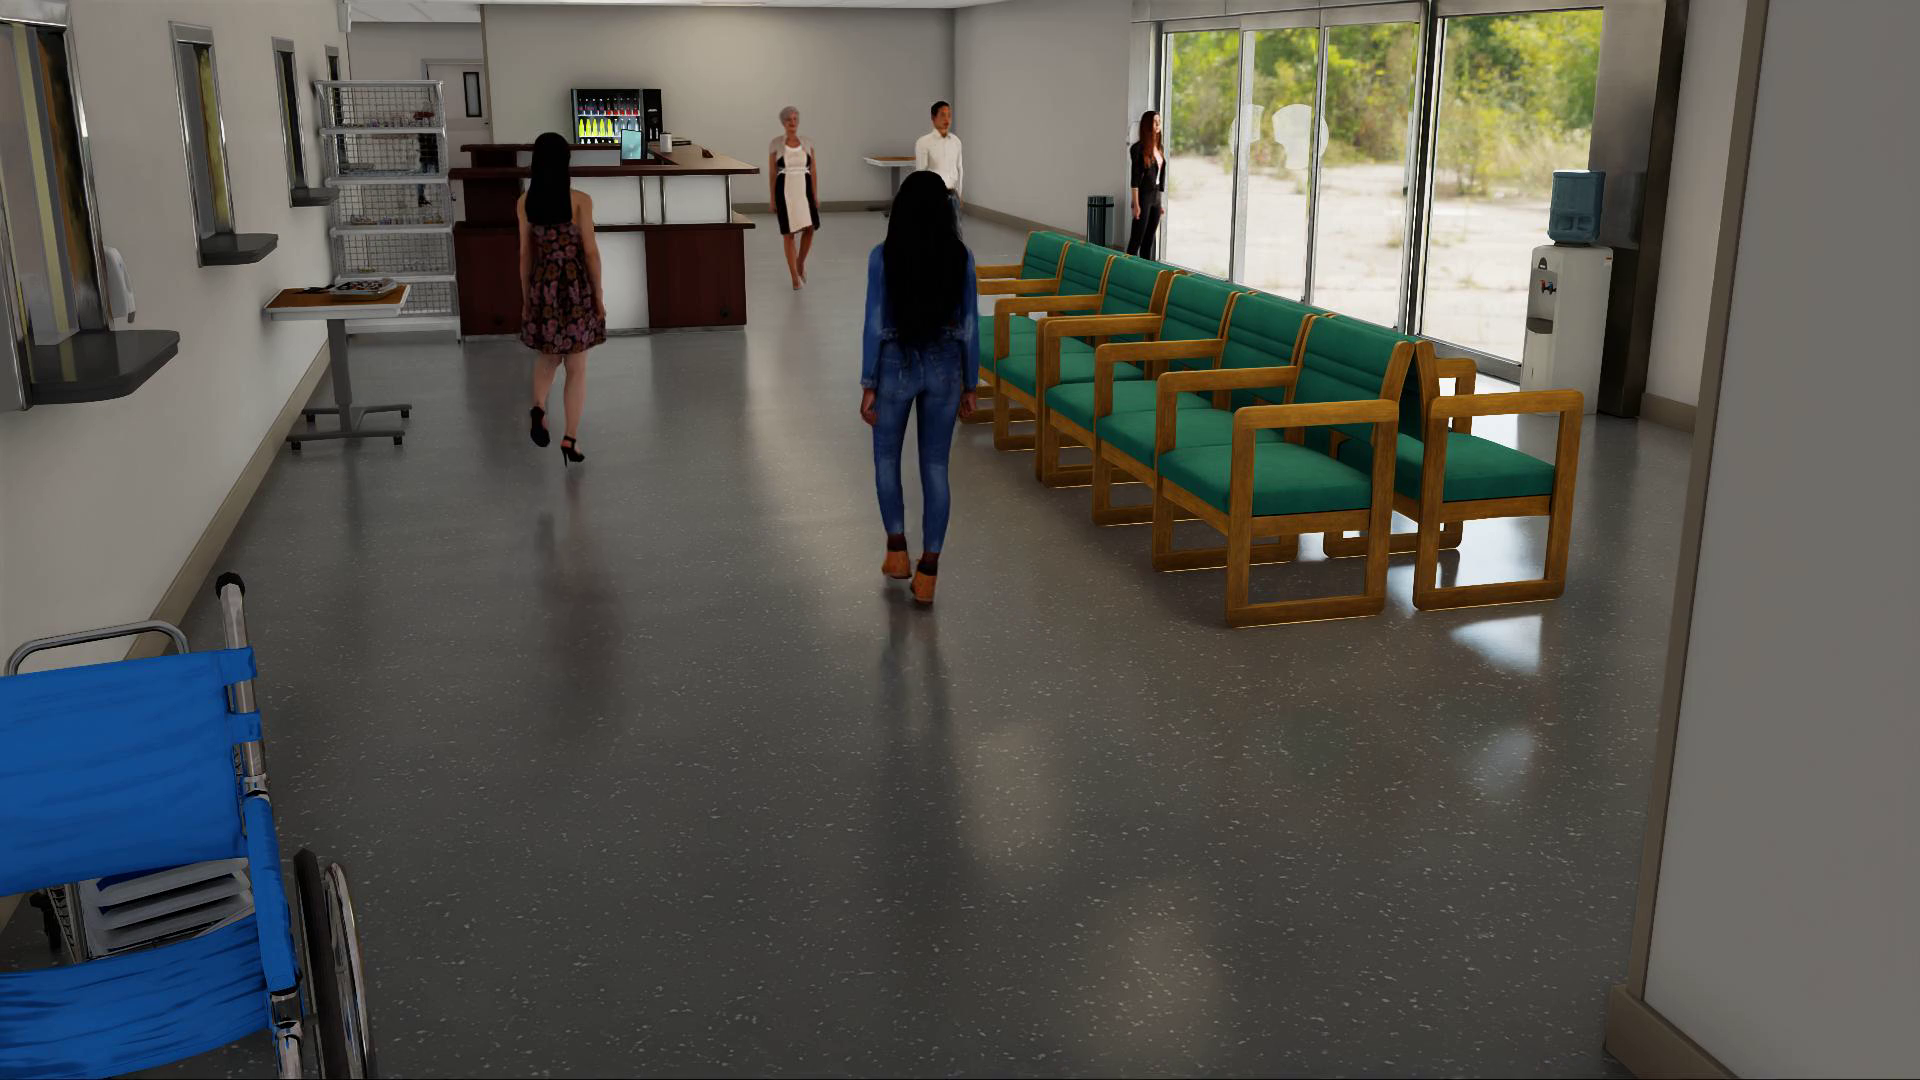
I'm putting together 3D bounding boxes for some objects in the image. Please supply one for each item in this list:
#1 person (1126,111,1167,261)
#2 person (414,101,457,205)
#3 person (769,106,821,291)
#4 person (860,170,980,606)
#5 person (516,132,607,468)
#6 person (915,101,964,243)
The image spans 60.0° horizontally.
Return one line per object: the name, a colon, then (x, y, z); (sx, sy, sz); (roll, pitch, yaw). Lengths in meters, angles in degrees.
person: (1.796, -3.281, 16.119); (0.629, 1.713, 0.743); (-15, 22, -43)
person: (-8.400, -6.074, 26.248); (1.059, 1.593, 1.067); (7, 17, 23)
person: (-1.620, -3.323, 16.205); (0.646, 1.746, 0.700); (-4, 16, -13)
person: (-0.146, -0.569, 6.527); (0.690, 1.698, 0.740); (-3, 16, -9)
person: (-2.109, -1.219, 8.716); (0.884, 1.762, 0.872); (2, 16, 8)
person: (-0.237, -3.187, 15.658); (1.064, 1.782, 0.892); (-8, 18, -27)
